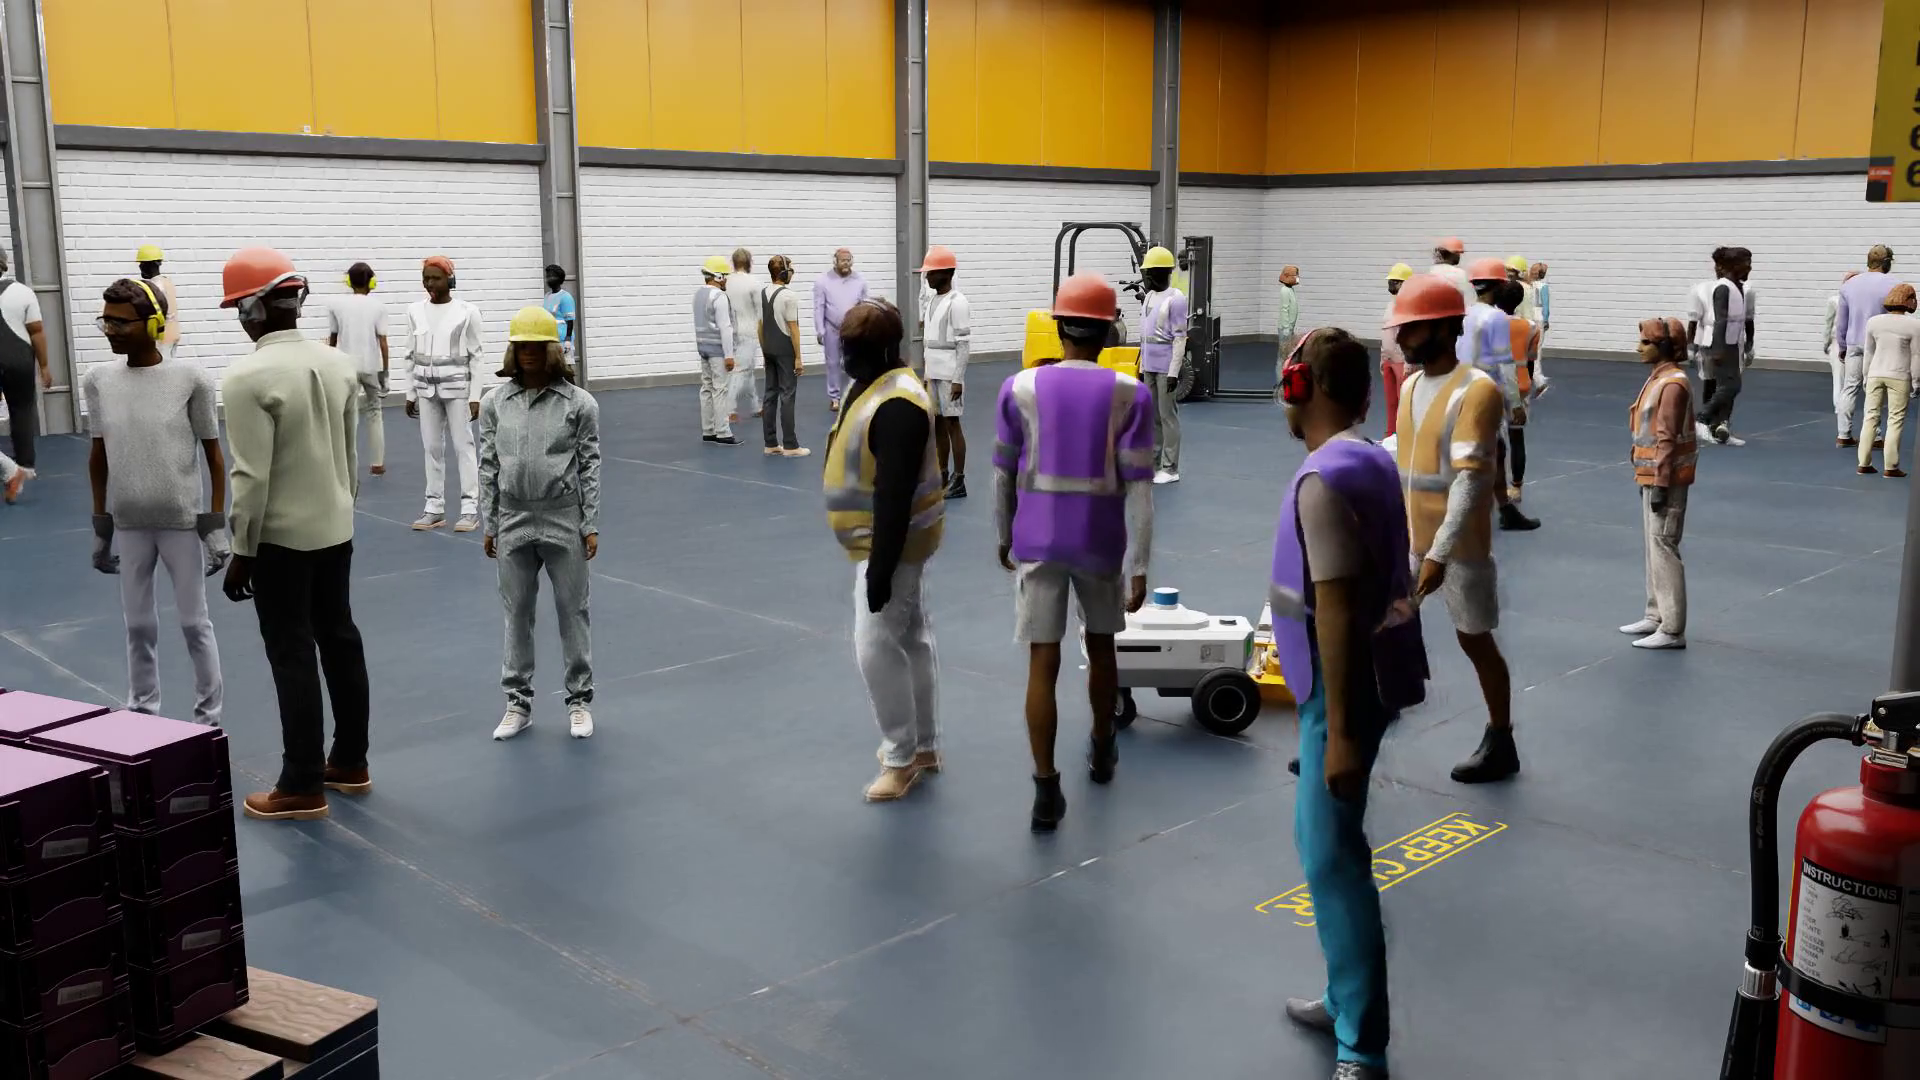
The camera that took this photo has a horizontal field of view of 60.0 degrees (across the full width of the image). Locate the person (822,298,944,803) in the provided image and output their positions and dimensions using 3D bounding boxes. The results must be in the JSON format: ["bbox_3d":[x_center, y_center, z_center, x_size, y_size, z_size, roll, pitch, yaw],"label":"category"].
[{"bbox_3d":[-0.264,0.035,6.023,0.464,1.809,0.687,-2,11,-9],"label":"person"}]

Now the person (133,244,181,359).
[{"bbox_3d":[-8.229,-2.061,17.093,0.388,1.926,0.590,-1,10,-8],"label":"person"}]

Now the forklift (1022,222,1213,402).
[{"bbox_3d":[1.935,-2.847,20.651,2.313,2.155,1.214,2,11,13],"label":"forklift"}]

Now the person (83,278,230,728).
[{"bbox_3d":[-3.028,-0.046,6.282,0.514,1.864,0.327,0,10,-1],"label":"person"}]

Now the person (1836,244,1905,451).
[{"bbox_3d":[8.591,-1.814,15.716,0.353,1.937,0.635,-6,12,-29],"label":"person"}]

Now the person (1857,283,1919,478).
[{"bbox_3d":[7.820,-1.336,13.968,0.281,1.624,0.493,-7,13,-34],"label":"person"}]

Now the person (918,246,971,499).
[{"bbox_3d":[-0.146,-1.282,12.818,0.363,1.934,0.552,-6,12,-29],"label":"person"}]

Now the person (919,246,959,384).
[{"bbox_3d":[-0.291,-2.936,21.986,0.584,1.880,0.343,6,12,29],"label":"person"}]

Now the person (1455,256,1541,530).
[{"bbox_3d":[3.475,-0.973,11.288,1.015,1.889,0.556,-1,10,-6],"label":"person"}]

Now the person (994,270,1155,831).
[{"bbox_3d":[0.401,0.006,5.912,0.562,1.894,0.930,1,10,7],"label":"person"}]

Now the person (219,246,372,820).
[{"bbox_3d":[-2.332,-0.018,5.793,0.393,1.985,0.611,3,11,16],"label":"person"}]

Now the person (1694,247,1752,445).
[{"bbox_3d":[7.407,-1.863,16.055,0.433,1.907,0.628,8,13,37],"label":"person"}]

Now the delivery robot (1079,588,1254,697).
[{"bbox_3d":[0.852,0.443,6.930,0.707,0.478,0.477,0,10,1],"label":"delivery robot"}]

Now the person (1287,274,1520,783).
[{"bbox_3d":[1.685,-0.006,6.011,0.981,1.879,0.550,-5,11,-24],"label":"person"}]

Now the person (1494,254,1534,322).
[{"bbox_3d":[6.157,-2.306,18.747,0.569,1.808,0.634,-9,14,-39],"label":"person"}]

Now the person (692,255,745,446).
[{"bbox_3d":[-2.332,-1.816,16.024,0.404,1.830,0.588,-8,13,-36],"label":"person"}]

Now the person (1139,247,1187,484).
[{"bbox_3d":[1.628,-1.424,13.618,0.369,1.927,0.588,-5,11,-23],"label":"person"}]

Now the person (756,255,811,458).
[{"bbox_3d":[-1.629,-1.670,15.187,0.506,1.846,0.346,9,13,39],"label":"person"}]

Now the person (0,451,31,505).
[{"bbox_3d":[-7.205,-1.119,12.027,0.634,1.914,0.908,5,12,27],"label":"person"}]

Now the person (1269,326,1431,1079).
[{"bbox_3d":[0.908,0.411,3.961,0.399,1.801,0.777,3,11,17],"label":"person"}]

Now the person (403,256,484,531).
[{"bbox_3d":[-3.540,-0.995,11.403,0.576,1.882,0.352,2,11,11],"label":"person"}]

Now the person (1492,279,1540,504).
[{"bbox_3d":[4.099,-1.113,12.552,0.536,1.697,0.318,-3,11,-17],"label":"person"}]

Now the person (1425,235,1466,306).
[{"bbox_3d":[5.584,-2.535,19.439,0.691,2.026,0.615,-6,12,-28],"label":"person"}]

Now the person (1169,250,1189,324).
[{"bbox_3d":[3.222,-3.334,24.373,0.886,1.806,0.634,-8,13,-37],"label":"person"}]

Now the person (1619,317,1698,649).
[{"bbox_3d":[3.460,-0.283,8.220,0.319,1.629,0.515,2,11,13],"label":"person"}]

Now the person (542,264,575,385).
[{"bbox_3d":[-4.512,-2.234,18.663,0.315,1.697,0.541,-10,14,-43],"label":"person"}]

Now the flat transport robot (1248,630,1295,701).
[{"bbox_3d":[1.720,0.483,7.741,0.652,0.197,1.431,3,11,14],"label":"flat transport robot"}]

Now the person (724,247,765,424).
[{"bbox_3d":[-2.349,-2.221,18.085,0.640,1.923,0.764,9,14,40],"label":"person"}]

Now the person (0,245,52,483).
[{"bbox_3d":[-7.807,-1.456,13.482,0.735,2.000,0.869,-5,12,-25],"label":"person"}]

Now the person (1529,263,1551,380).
[{"bbox_3d":[8.088,-3.069,23.375,0.307,1.641,0.513,-3,11,-18],"label":"person"}]

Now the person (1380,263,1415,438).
[{"bbox_3d":[3.979,-1.625,15.149,0.305,1.772,0.527,-3,11,-15],"label":"person"}]

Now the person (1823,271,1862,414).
[{"bbox_3d":[10.108,-2.248,18.939,0.526,1.624,0.447,4,11,19],"label":"person"}]

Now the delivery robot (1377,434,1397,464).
[{"bbox_3d":[3.468,-0.655,12.917,0.707,0.478,0.477,-3,11,-17],"label":"delivery robot"}]

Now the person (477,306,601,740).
[{"bbox_3d":[-1.683,-0.061,6.682,0.487,1.746,0.289,-1,10,-3],"label":"person"}]

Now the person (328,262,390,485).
[{"bbox_3d":[-4.930,-1.375,13.686,0.500,1.818,0.991,-3,11,-15],"label":"person"}]

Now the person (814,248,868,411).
[{"bbox_3d":[-1.338,-2.375,18.972,0.647,1.870,0.915,-2,11,-10],"label":"person"}]

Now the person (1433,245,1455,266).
[{"bbox_3d":[7.040,-3.361,24.335,0.422,1.880,0.689,7,13,34],"label":"person"}]

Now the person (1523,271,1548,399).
[{"bbox_3d":[6.889,-2.508,20.422,0.627,1.633,0.502,3,11,14],"label":"person"}]

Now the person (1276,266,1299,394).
[{"bbox_3d":[4.209,-2.693,21.340,0.284,1.633,0.497,3,11,18],"label":"person"}]

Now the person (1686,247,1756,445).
[{"bbox_3d":[7.378,-1.881,16.164,0.612,1.900,1.060,5,12,26],"label":"person"}]
